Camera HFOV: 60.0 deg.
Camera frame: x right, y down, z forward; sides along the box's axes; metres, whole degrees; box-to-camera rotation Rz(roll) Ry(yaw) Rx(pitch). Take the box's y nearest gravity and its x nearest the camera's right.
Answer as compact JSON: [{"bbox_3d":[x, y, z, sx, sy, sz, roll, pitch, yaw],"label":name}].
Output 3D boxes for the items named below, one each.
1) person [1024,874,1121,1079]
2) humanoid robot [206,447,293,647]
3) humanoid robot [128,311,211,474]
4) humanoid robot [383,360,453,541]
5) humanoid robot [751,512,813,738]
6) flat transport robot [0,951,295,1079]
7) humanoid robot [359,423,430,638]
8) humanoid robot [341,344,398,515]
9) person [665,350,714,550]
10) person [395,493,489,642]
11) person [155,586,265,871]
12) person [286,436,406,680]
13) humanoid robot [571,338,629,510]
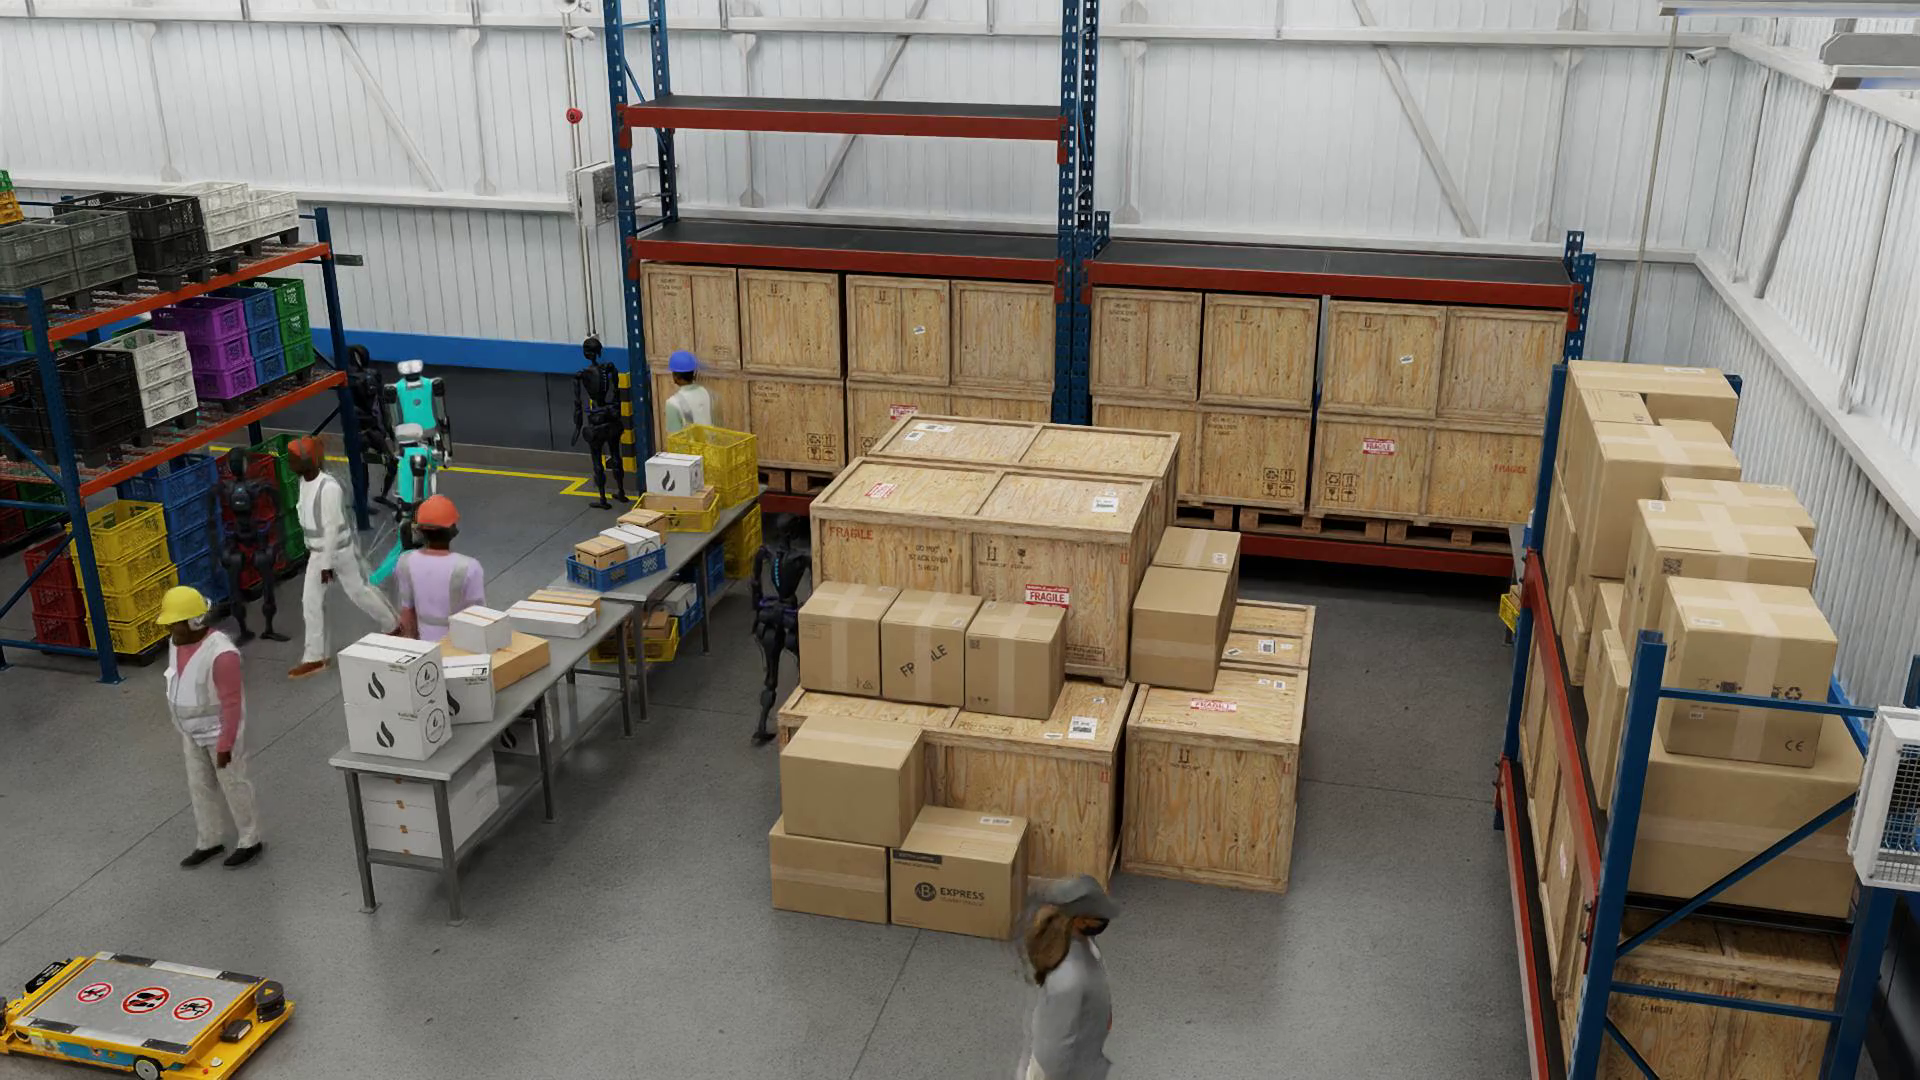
[{"bbox_3d":[0.487,2.195,7.256,0.907,1.722,0.572,1,21,2],"label":"person"},{"bbox_3d":[-5.530,0.061,12.929,0.601,1.644,0.324,-6,22,-15],"label":"humanoid robot"},{"bbox_3d":[-7.767,-1.342,16.551,0.562,1.819,0.742,-19,28,-41],"label":"humanoid robot"},{"bbox_3d":[-4.913,-0.837,15.137,0.544,1.719,0.985,-9,23,-22],"label":"humanoid robot"},{"bbox_3d":[-1.237,0.583,11.631,0.603,1.646,0.768,9,23,22],"label":"humanoid robot"},{"bbox_3d":[-4.270,2.464,8.601,1.431,0.231,0.659,5,22,13],"label":"flat transport robot"},{"bbox_3d":[-4.465,0.009,13.007,0.769,1.809,0.530,-11,23,-26],"label":"humanoid robot"},{"bbox_3d":[-5.619,-1.045,15.801,0.441,1.647,0.599,9,23,22],"label":"humanoid robot"},{"bbox_3d":[-2.387,-0.719,14.599,0.460,1.926,0.633,11,24,27],"label":"person"},{"bbox_3d":[-3.339,0.684,10.822,0.608,2.017,0.896,6,22,15],"label":"person"},{"bbox_3d":[-4.501,1.146,9.893,0.633,1.817,0.519,12,24,29],"label":"person"},{"bbox_3d":[-4.752,0.077,12.641,0.572,1.841,0.974,16,26,37],"label":"person"},{"bbox_3d":[-3.470,-1.129,16.007,0.315,1.657,0.599,16,26,36],"label":"humanoid robot"}]
